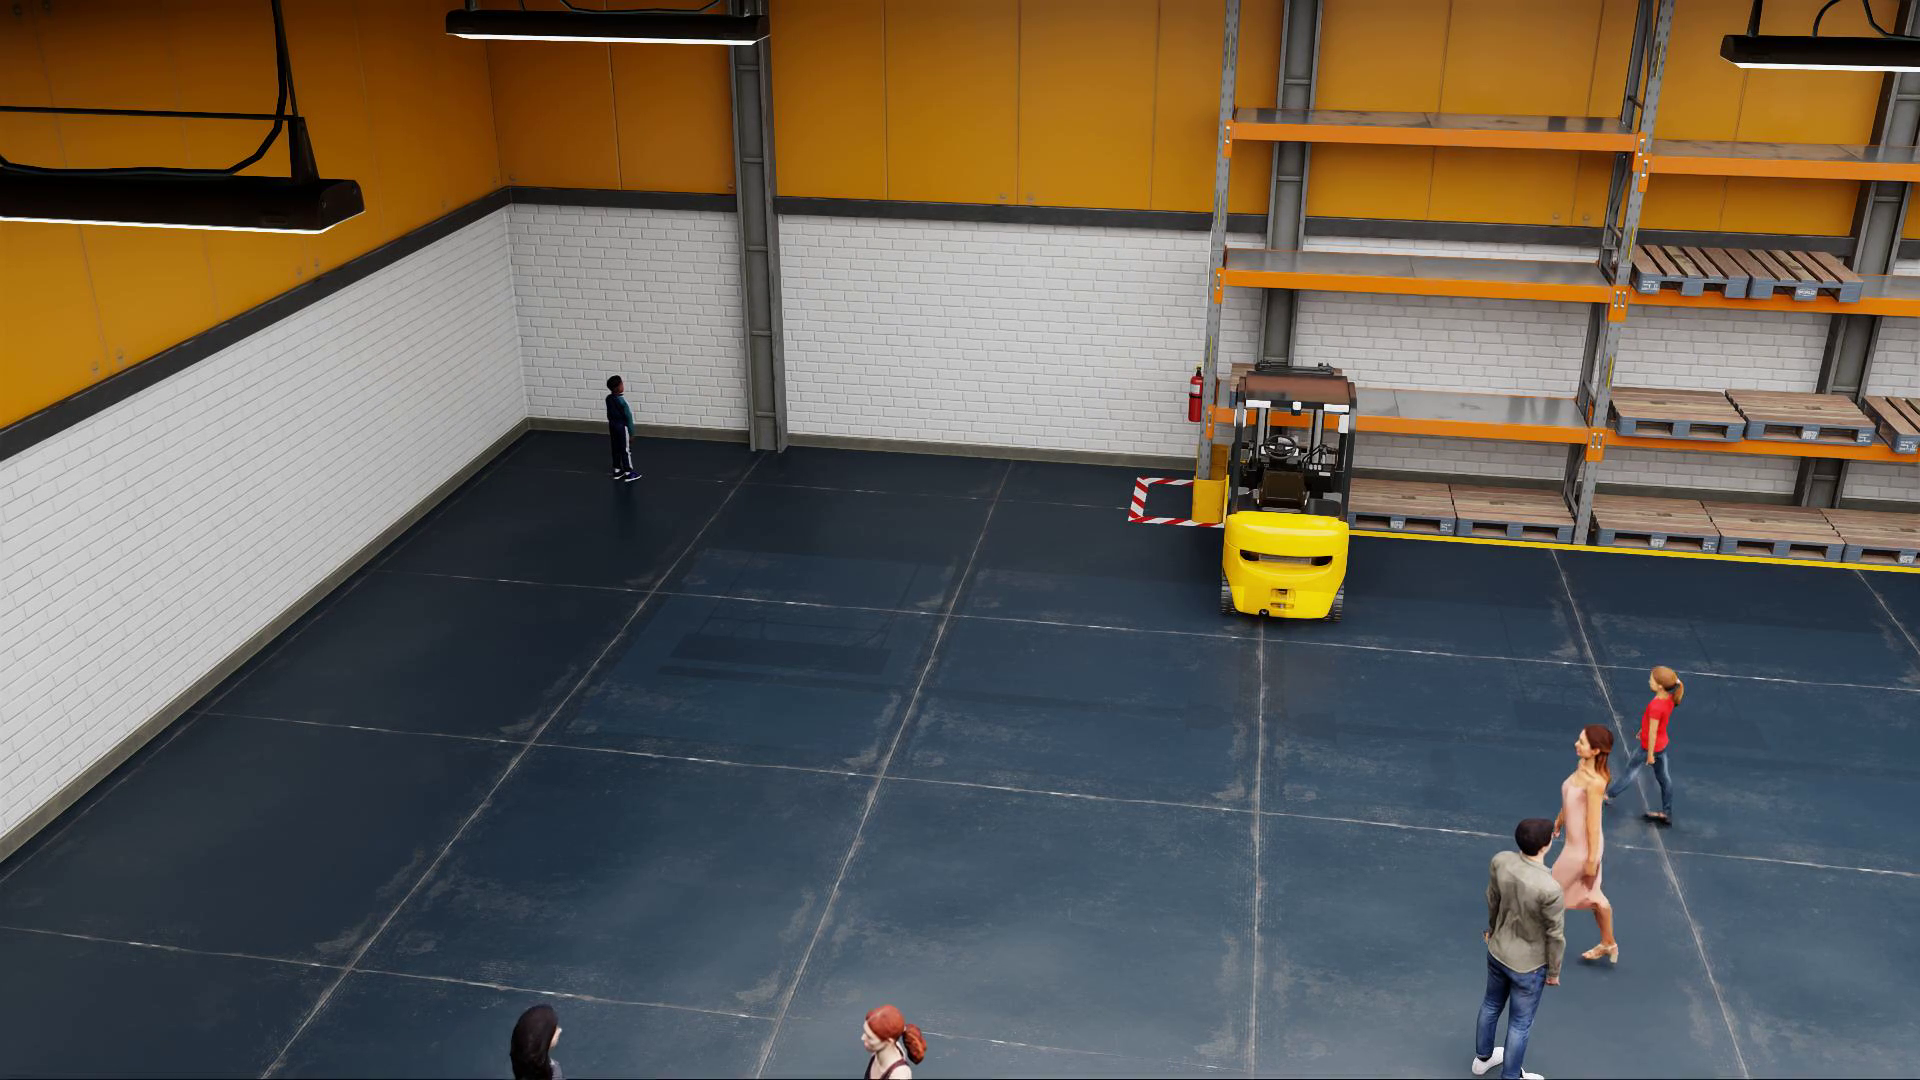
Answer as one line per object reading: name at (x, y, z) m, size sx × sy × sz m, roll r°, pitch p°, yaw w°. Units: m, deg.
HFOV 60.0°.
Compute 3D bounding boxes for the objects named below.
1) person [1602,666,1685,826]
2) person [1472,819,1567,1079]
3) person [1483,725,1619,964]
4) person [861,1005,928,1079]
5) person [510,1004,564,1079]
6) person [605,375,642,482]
person at (5.314, 1.575, 12.576) m, size 0.780 × 1.283 × 0.911 m, roll -21°, pitch 31°, yaw -40°
person at (3.297, 2.452, 9.844) m, size 0.830 × 1.865 × 0.787 m, roll -14°, pitch 27°, yaw -28°
person at (4.159, 2.045, 10.876) m, size 1.112 × 1.785 × 0.672 m, roll 6°, pitch 24°, yaw 13°
person at (-0.353, 3.097, 8.469) m, size 0.683 × 1.784 × 0.647 m, roll -7°, pitch 25°, yaw -16°
person at (-2.195, 3.122, 8.461) m, size 0.844 × 1.746 × 0.781 m, roll -10°, pitch 25°, yaw -21°
person at (-3.924, -1.300, 19.187) m, size 0.518 × 1.256 × 0.623 m, roll 15°, pitch 28°, yaw 31°
